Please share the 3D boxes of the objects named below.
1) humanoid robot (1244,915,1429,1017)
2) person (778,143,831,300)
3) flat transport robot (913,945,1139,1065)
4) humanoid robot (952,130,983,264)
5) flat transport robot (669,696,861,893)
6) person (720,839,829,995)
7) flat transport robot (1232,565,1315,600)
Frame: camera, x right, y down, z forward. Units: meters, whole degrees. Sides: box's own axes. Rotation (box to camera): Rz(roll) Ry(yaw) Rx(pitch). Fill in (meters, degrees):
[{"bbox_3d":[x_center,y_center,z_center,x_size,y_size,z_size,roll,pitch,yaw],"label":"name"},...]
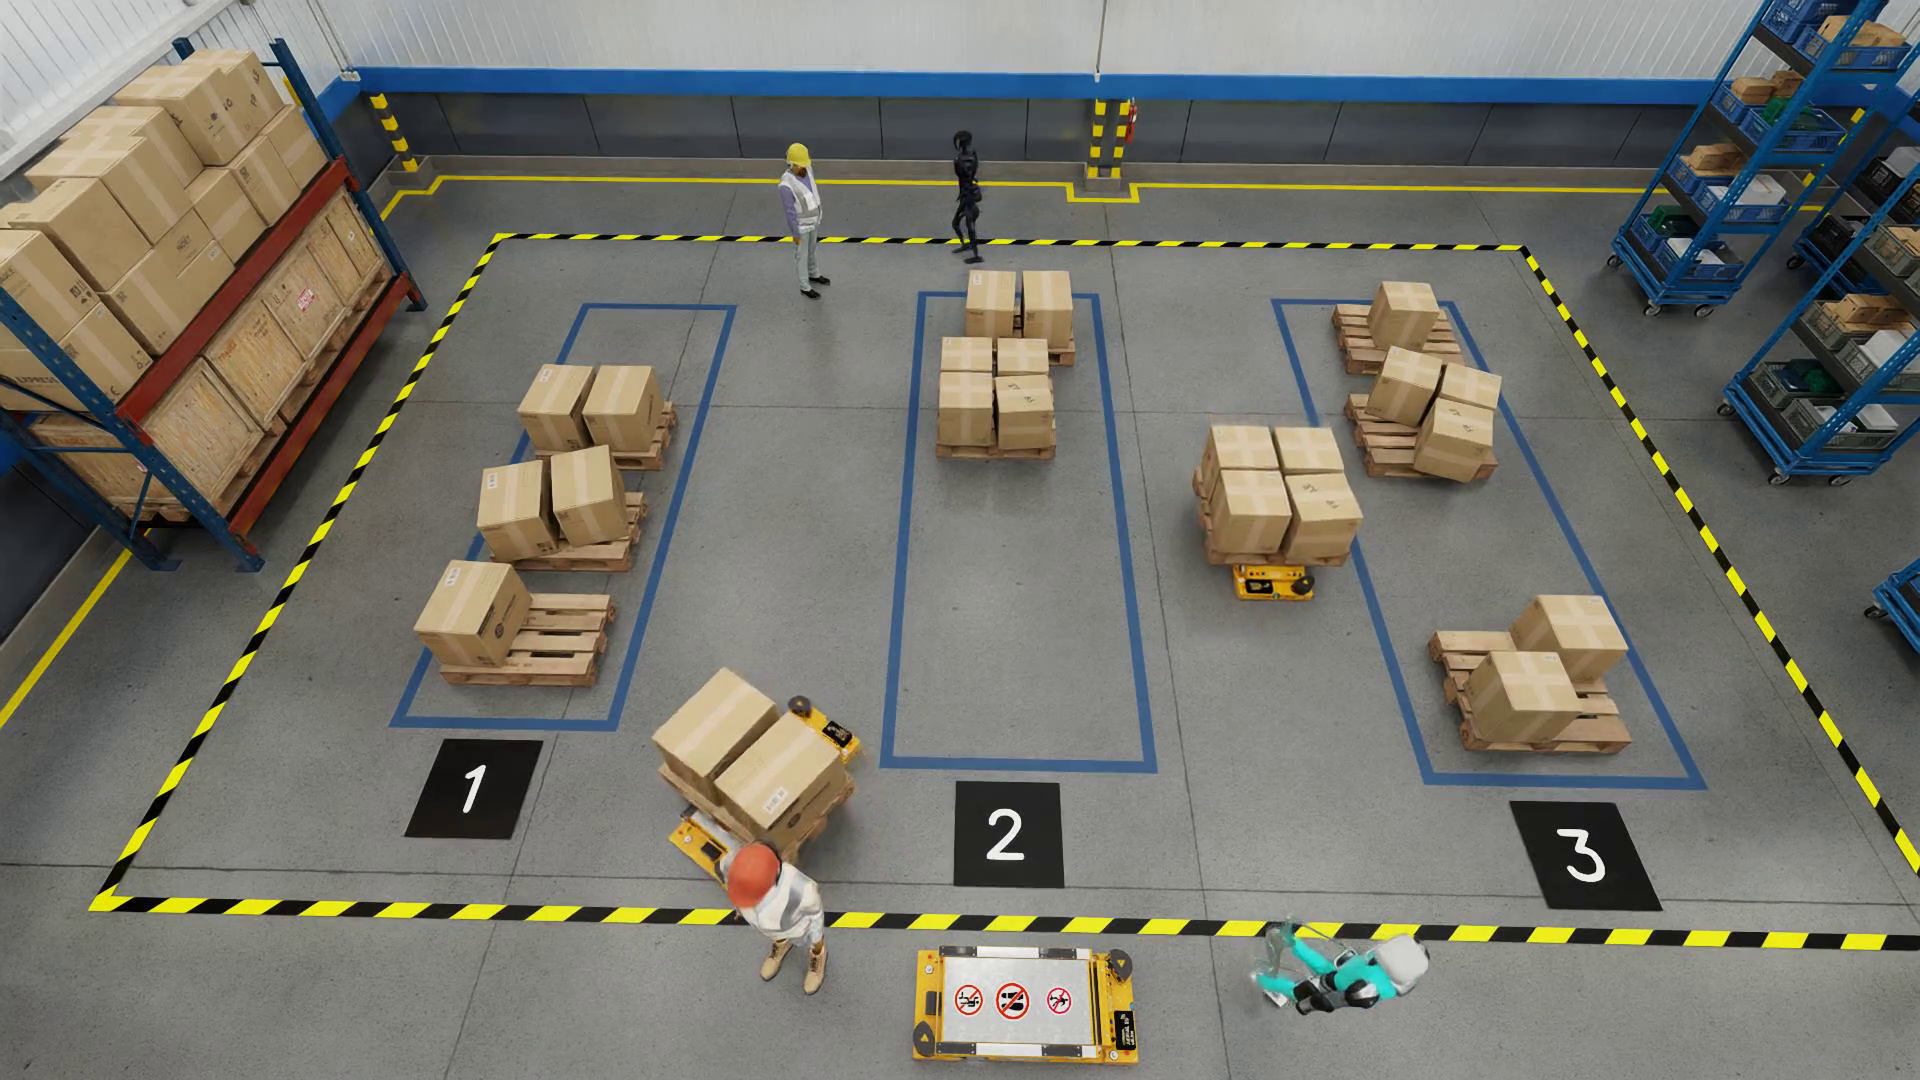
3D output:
[{"bbox_3d":[2.106,2.529,5.512,0.552,1.819,0.810,-26,55,-19],"label":"humanoid robot"},{"bbox_3d":[-1.760,-3.630,10.441,0.404,1.824,0.586,16,53,13],"label":"person"},{"bbox_3d":[0.422,3.041,6.007,1.431,0.231,0.659,1,51,1],"label":"flat transport robot"},{"bbox_3d":[0.094,-4.039,10.874,0.416,1.643,0.612,-8,51,-7],"label":"humanoid robot"},{"bbox_3d":[-1.460,1.868,6.945,0.652,0.197,1.431,29,57,22],"label":"flat transport robot"},{"bbox_3d":[-1.091,2.273,5.490,0.604,2.043,0.379,15,52,12],"label":"person"},{"bbox_3d":[2.812,-0.078,8.531,0.652,0.197,1.431,1,51,1],"label":"flat transport robot"}]
